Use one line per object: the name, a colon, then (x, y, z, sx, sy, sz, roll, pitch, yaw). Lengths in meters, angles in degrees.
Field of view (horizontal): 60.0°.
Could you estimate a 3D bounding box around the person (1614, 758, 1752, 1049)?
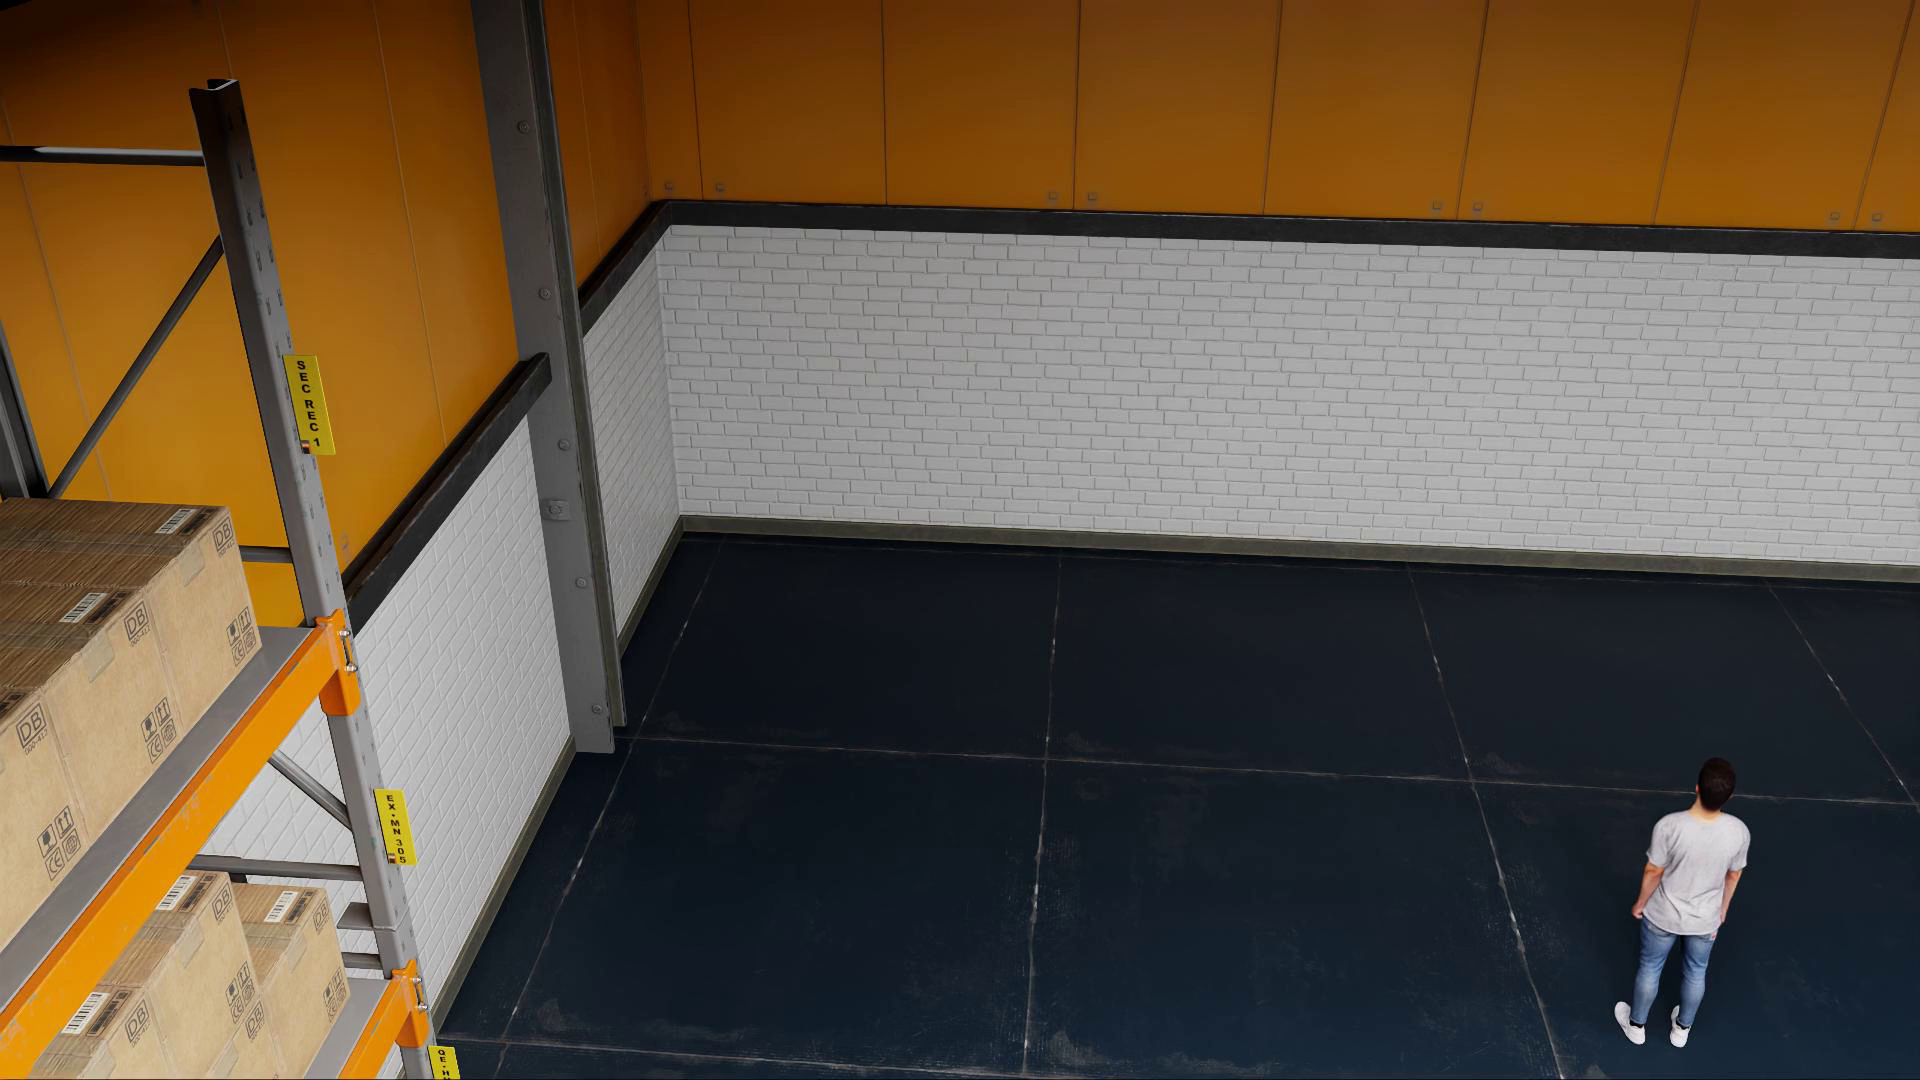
person: (3.988, 2.006, 9.150, 0.678, 1.890, 0.572, 4, 29, 8)
